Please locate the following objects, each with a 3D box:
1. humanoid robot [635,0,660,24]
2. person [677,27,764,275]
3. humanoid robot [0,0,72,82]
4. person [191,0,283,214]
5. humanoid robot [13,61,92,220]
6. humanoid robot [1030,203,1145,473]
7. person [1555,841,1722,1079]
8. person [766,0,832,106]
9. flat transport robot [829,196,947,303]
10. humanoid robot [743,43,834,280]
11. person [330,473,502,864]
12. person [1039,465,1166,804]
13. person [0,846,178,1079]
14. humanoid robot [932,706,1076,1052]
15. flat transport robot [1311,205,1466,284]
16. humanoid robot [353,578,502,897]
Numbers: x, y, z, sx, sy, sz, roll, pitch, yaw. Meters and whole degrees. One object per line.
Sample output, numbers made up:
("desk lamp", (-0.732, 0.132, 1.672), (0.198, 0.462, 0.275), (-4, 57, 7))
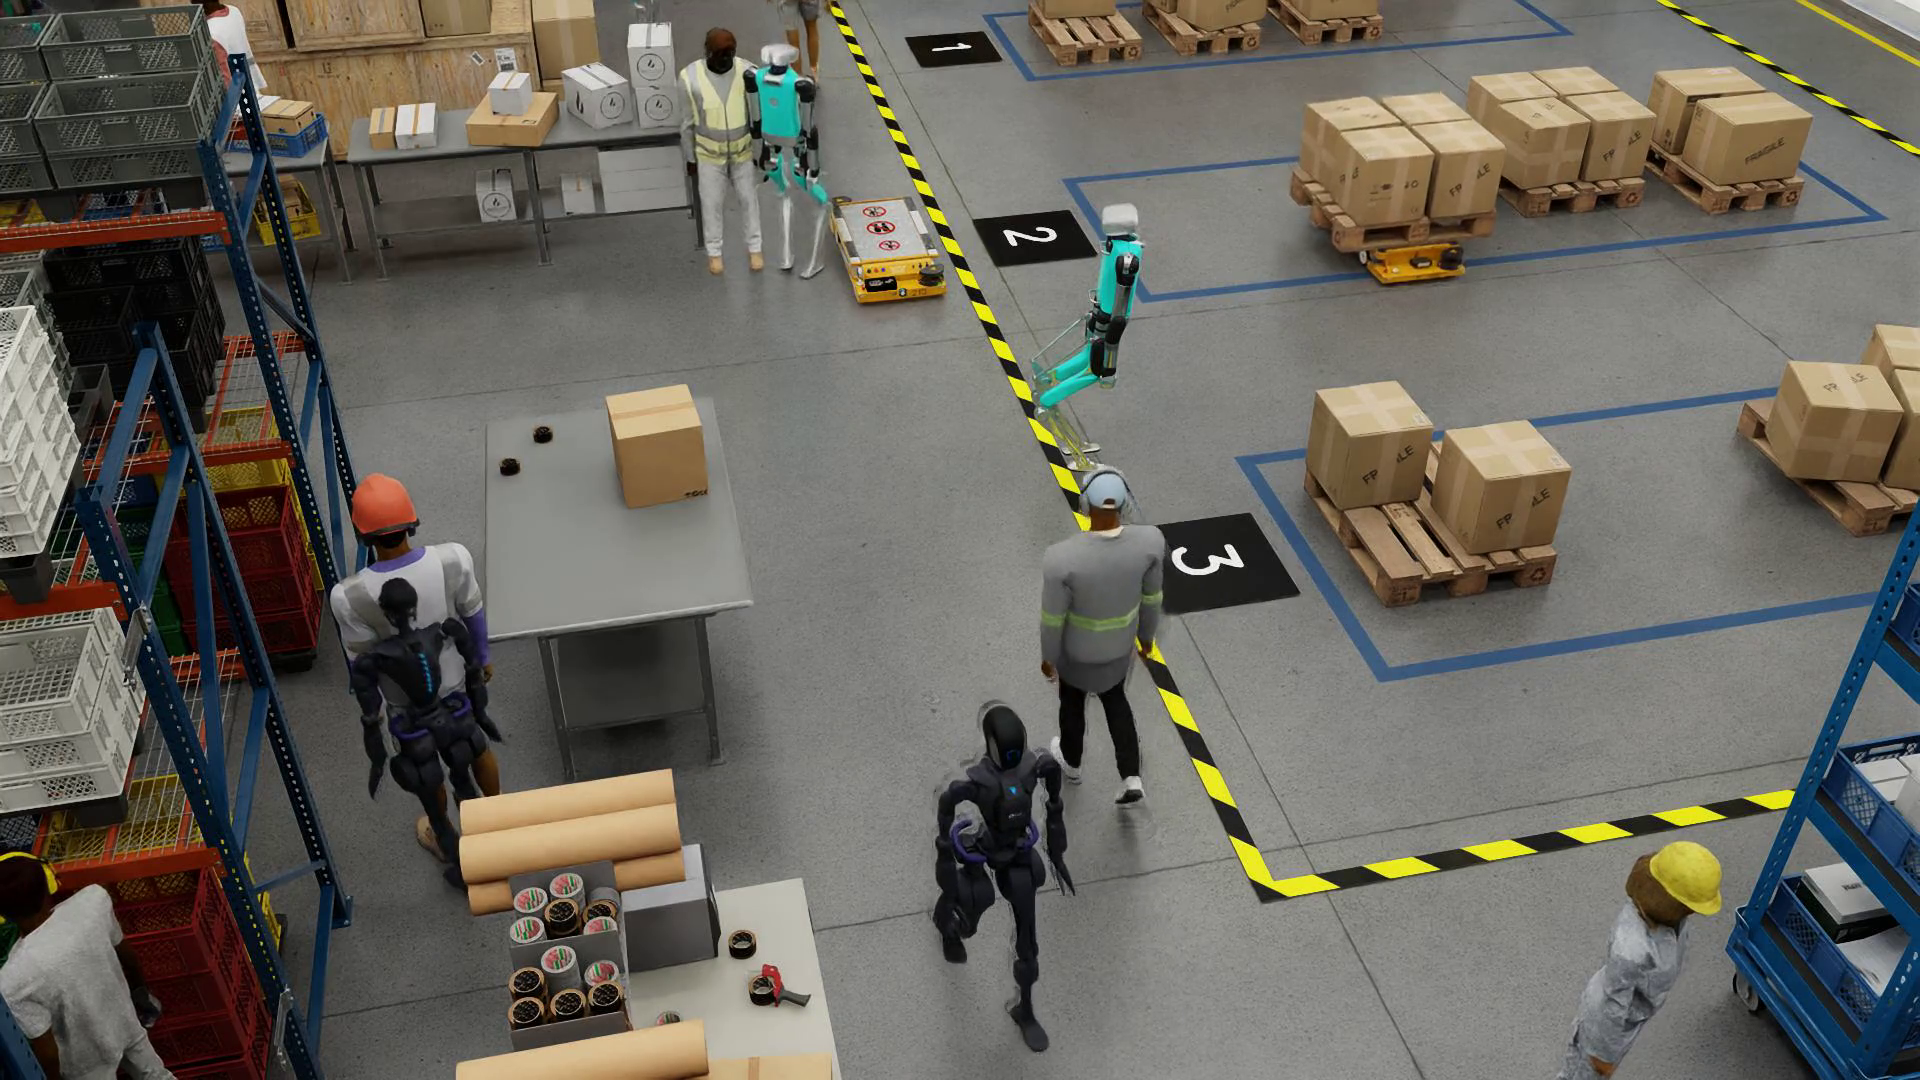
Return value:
("humanoid robot", (-3.035, -5.584, 15.808), (0.549, 1.725, 0.978), (-4, 37, -6))
("person", (-1.684, -2.800, 12.013), (0.633, 1.830, 0.430), (-9, 38, -12))
("humanoid robot", (-8.190, -4.736, 14.697), (0.530, 1.783, 0.791), (30, 46, 34))
("person", (-5.515, -3.395, 12.735), (0.398, 1.919, 0.589), (-3, 37, -4))
("humanoid robot", (-6.758, -2.845, 12.235), (0.729, 1.612, 0.594), (-12, 38, -16))
("humanoid robot", (0.677, -1.168, 9.780), (0.735, 1.677, 0.533), (-1, 37, -1))
("person", (2.407, 1.720, 6.012), (0.307, 1.735, 0.483), (25, 43, 29))
("person", (-1.443, -4.910, 14.691), (0.612, 2.017, 0.727), (-8, 37, -10))
("flat transport robot", (-0.570, -2.220, 12.538), (0.659, 0.231, 1.431), (-8, 37, -10))
("humanoid robot", (-1.180, -2.783, 12.036), (0.547, 1.761, 0.675), (13, 39, 17))
("person", (-2.347, 0.583, 7.286), (0.606, 2.044, 0.372), (-24, 43, -29))
("person", (0.648, 0.473, 7.615), (0.588, 1.835, 0.604), (-10, 38, -13))
("person", (-3.034, 1.765, 5.844), (0.315, 1.864, 0.521), (10, 38, 14))
("humanoid robot", (0.139, 1.275, 6.695), (0.599, 1.639, 0.746), (-15, 39, -19))
("flat transport robot", (3.263, -2.401, 12.757), (0.652, 0.197, 1.431), (-8, 37, -10))
("humanoid robot", (-2.289, 0.872, 7.204), (0.609, 1.651, 0.348), (-30, 46, -34))
